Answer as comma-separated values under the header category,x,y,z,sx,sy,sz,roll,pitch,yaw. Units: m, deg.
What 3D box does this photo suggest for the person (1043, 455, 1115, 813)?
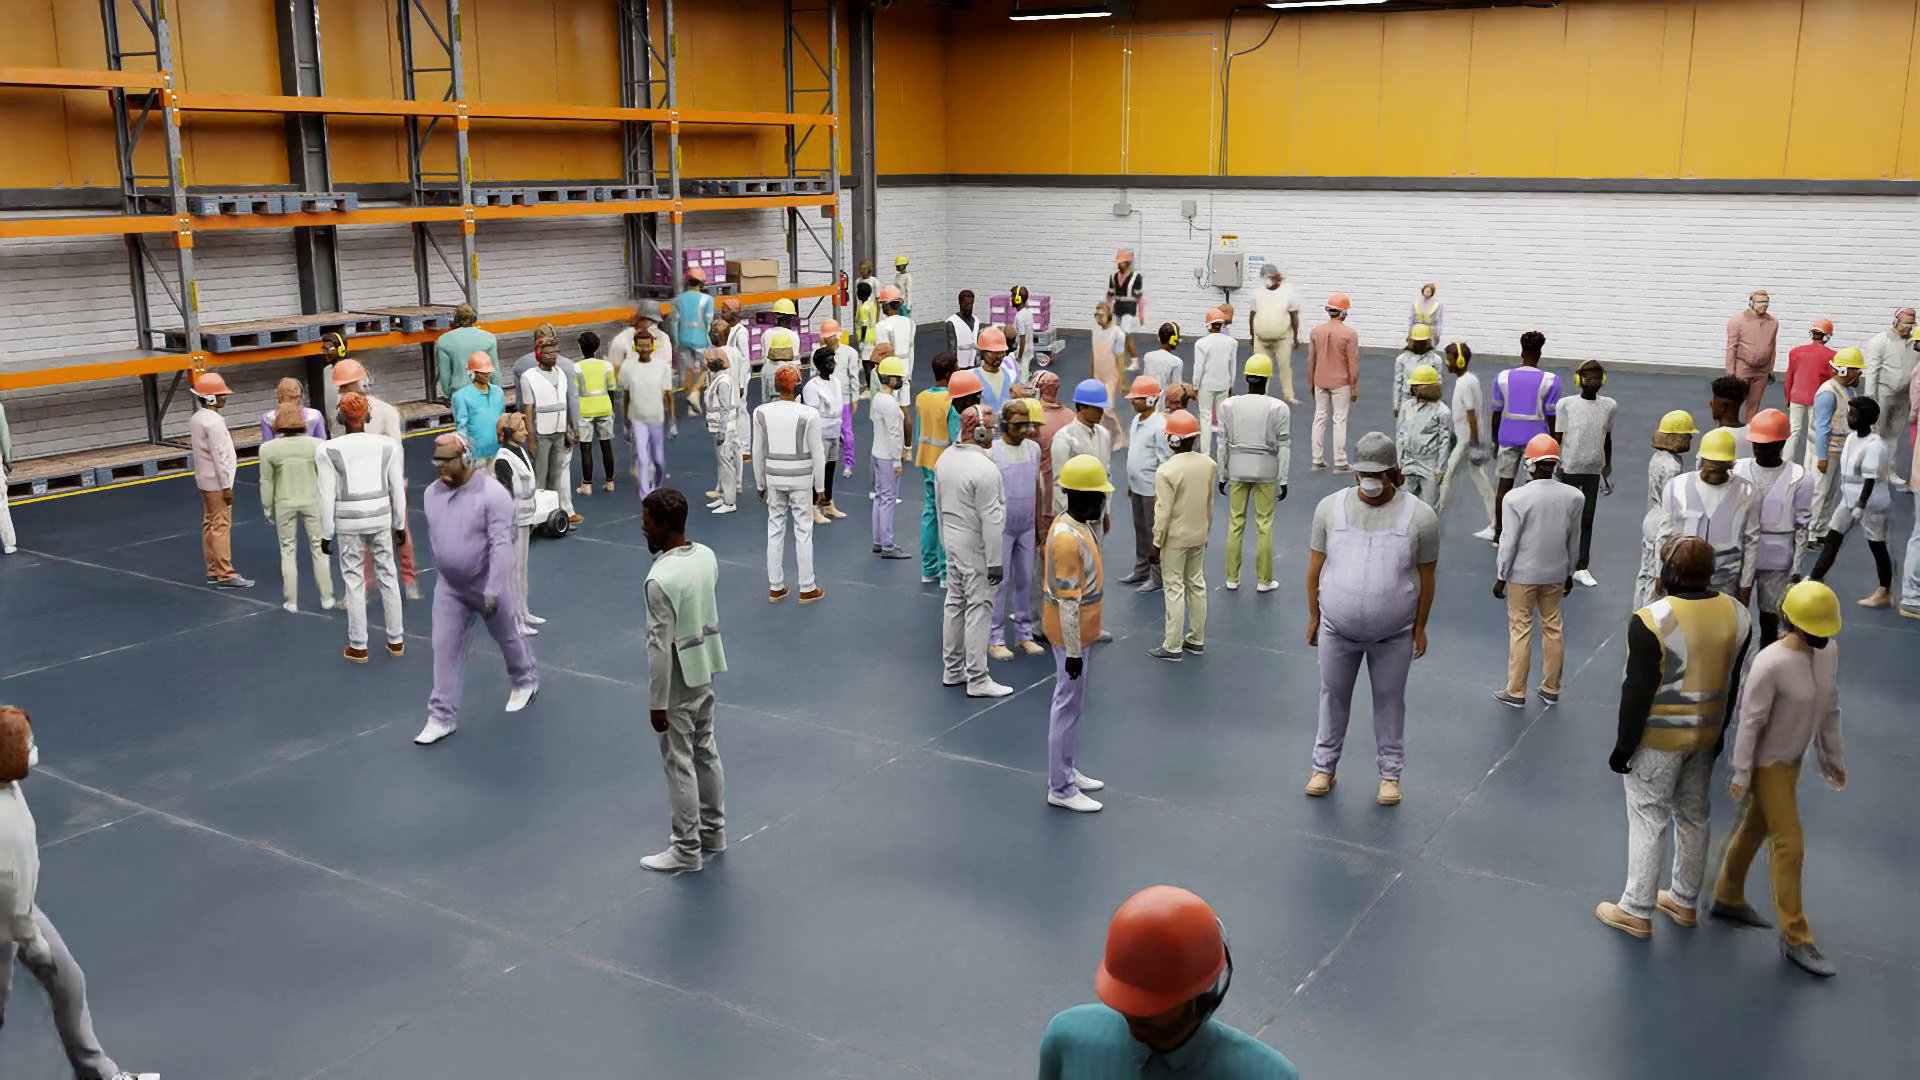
category,x,y,z,sx,sy,sz,roll,pitch,yaw
person,0.633,0.489,8.933,0.371,1.925,0.595,2,13,7

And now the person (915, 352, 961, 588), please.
category,x,y,z,sx,sy,sz,roll,pitch,yaw
person,-0.146,-0.570,13.543,0.391,1.920,0.587,-9,16,-34

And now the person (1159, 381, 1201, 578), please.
category,x,y,z,sx,sy,sz,roll,pitch,yaw
person,1.796,-0.500,13.848,0.313,1.642,0.513,-11,17,-39

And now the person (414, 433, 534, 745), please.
category,x,y,z,sx,sy,sz,roll,pitch,yaw
person,-2.980,0.250,10.174,0.634,1.853,1.043,3,13,14

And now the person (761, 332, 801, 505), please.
category,x,y,z,sx,sy,sz,roll,pitch,yaw
person,-1.778,-1.221,16.756,0.487,1.744,0.295,10,16,36

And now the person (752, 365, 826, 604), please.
category,x,y,z,sx,sy,sz,roll,pitch,yaw
person,-1.327,-0.432,13.026,0.585,1.880,0.344,4,13,16

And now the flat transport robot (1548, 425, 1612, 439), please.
category,x,y,z,sx,sy,sz,roll,pitch,yaw
flat transport robot,7.806,-1.490,21.148,0.652,0.197,1.431,2,13,9

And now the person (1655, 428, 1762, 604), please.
category,x,y,z,sx,sy,sz,roll,pitch,yaw
person,4.673,0.197,10.436,0.594,1.826,0.404,6,14,25

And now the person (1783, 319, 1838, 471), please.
category,x,y,z,sx,sy,sz,roll,pitch,yaw
person,9.320,-1.548,18.189,0.353,1.738,0.574,-12,18,-43

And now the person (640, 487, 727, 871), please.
category,x,y,z,sx,sy,sz,roll,pitch,yaw
person,-1.355,0.684,8.136,0.396,1.911,0.587,4,14,16

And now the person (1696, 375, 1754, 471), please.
category,x,y,z,sx,sy,sz,roll,pitch,yaw
person,5.376,-0.187,11.778,0.603,1.966,0.368,-10,16,-37

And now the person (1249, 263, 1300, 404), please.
category,x,y,z,sx,sy,sz,roll,pitch,yaw
person,4.458,-2.918,23.463,0.798,2.000,0.594,5,14,21

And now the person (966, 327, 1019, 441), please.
category,x,y,z,sx,sy,sz,roll,pitch,yaw
person,0.265,-0.808,14.303,0.605,2.045,0.385,-8,15,-30

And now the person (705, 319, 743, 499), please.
category,x,y,z,sx,sy,sz,roll,pitch,yaw
person,-2.427,-1.338,17.039,0.341,1.845,0.511,6,14,23

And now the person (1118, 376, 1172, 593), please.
category,x,y,z,sx,sy,sz,roll,pitch,yaw
person,1.484,-0.451,13.393,0.342,1.749,0.573,-5,14,-20

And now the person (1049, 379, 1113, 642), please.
category,x,y,z,sx,sy,sz,roll,pitch,yaw
person,0.877,-0.180,11.823,0.431,1.938,0.606,11,17,40

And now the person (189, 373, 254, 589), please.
category,x,y,z,sx,sy,sz,roll,pitch,yaw
person,-6.033,-0.485,13.537,0.330,1.753,0.561,-10,16,-37

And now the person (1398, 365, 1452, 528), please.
category,x,y,z,sx,sy,sz,roll,pitch,yaw
person,3.929,-0.628,14.188,0.313,1.741,0.487,-10,16,-37

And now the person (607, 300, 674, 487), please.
category,x,y,z,sx,sy,sz,roll,pitch,yaw
person,-3.385,-1.599,17.743,0.711,2.000,1.037,-11,17,-40

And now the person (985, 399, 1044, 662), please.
category,x,y,z,sx,sy,sz,roll,pitch,yaw
person,0.364,-0.071,11.567,0.511,1.838,0.351,-9,16,-33

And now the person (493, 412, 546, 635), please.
category,x,y,z,sx,sy,sz,roll,pitch,yaw
person,-3.264,-0.126,12.230,0.307,1.641,0.511,-1,13,-2

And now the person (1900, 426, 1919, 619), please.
category,x,y,z,sx,sy,sz,roll,pitch,yaw
person,7.434,-0.398,12.630,0.392,1.995,0.612,9,16,34

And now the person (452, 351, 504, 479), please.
category,x,y,z,sx,sy,sz,roll,pitch,yaw
person,-4.297,-0.835,15.057,0.334,1.749,0.576,8,15,31

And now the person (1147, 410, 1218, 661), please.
category,x,y,z,sx,sy,sz,roll,pitch,yaw
person,1.529,-0.034,11.575,0.563,1.756,0.321,-11,17,-39

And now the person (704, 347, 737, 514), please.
category,x,y,z,sx,sy,sz,roll,pitch,yaw
person,-2.352,-1.081,16.378,0.308,1.640,0.511,-3,13,-15

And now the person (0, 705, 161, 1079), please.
category,x,y,z,sx,sy,sz,roll,pitch,yaw
person,-3.260,1.360,5.872,0.752,1.604,0.507,-4,14,-16

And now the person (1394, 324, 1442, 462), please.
category,x,y,z,sx,sy,sz,roll,pitch,yaw
person,4.859,-1.433,17.702,0.483,1.734,0.342,3,13,13

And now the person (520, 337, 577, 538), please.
category,x,y,z,sx,sy,sz,roll,pitch,yaw
person,-3.829,-0.963,15.410,0.389,1.845,0.564,7,14,26

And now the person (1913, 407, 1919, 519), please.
category,x,y,z,sx,sy,sz,roll,pitch,yaw
person,9.475,-1.044,15.964,0.521,1.756,0.359,4,14,16

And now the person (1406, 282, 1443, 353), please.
category,x,y,z,sx,sy,sz,roll,pitch,yaw
person,7.066,-3.109,25.220,0.540,1.620,0.543,9,15,33

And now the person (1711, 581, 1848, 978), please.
category,x,y,z,sx,sy,sz,roll,pitch,yaw
person,3.604,0.996,7.199,0.505,1.711,0.782,-9,16,-35

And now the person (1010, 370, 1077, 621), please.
category,x,y,z,sx,sy,sz,roll,pitch,yaw
person,0.619,-0.321,12.492,0.409,1.907,0.650,11,17,40

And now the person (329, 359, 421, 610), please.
category,x,y,z,sx,sy,sz,roll,pitch,yaw
person,-4.566,-0.438,12.942,0.633,1.955,0.702,3,13,12

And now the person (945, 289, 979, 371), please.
category,x,y,z,sx,sy,sz,roll,pitch,yaw
person,0.029,-2.045,19.954,0.398,1.915,0.588,9,15,33

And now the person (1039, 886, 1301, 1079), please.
category,x,y,z,sx,sy,sz,roll,pitch,yaw
person,0.422,1.676,3.655,0.608,1.987,0.391,5,14,19

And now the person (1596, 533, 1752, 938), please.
category,x,y,z,sx,sy,sz,roll,pitch,yaw
person,3.179,0.873,7.457,0.633,1.843,0.429,-5,14,-21

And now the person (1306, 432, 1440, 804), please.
category,x,y,z,sx,sy,sz,roll,pitch,yaw
person,2.196,0.422,8.976,0.688,2.000,0.539,5,14,20

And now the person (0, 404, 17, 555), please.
category,x,y,z,sx,sy,sz,roll,pitch,yaw
person,-8.557,-0.651,14.511,0.522,1.638,0.309,-10,16,-36

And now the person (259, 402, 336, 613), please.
category,x,y,z,sx,sy,sz,roll,pitch,yaw
person,-5.096,-0.247,12.796,0.519,1.623,0.301,-5,14,-21
